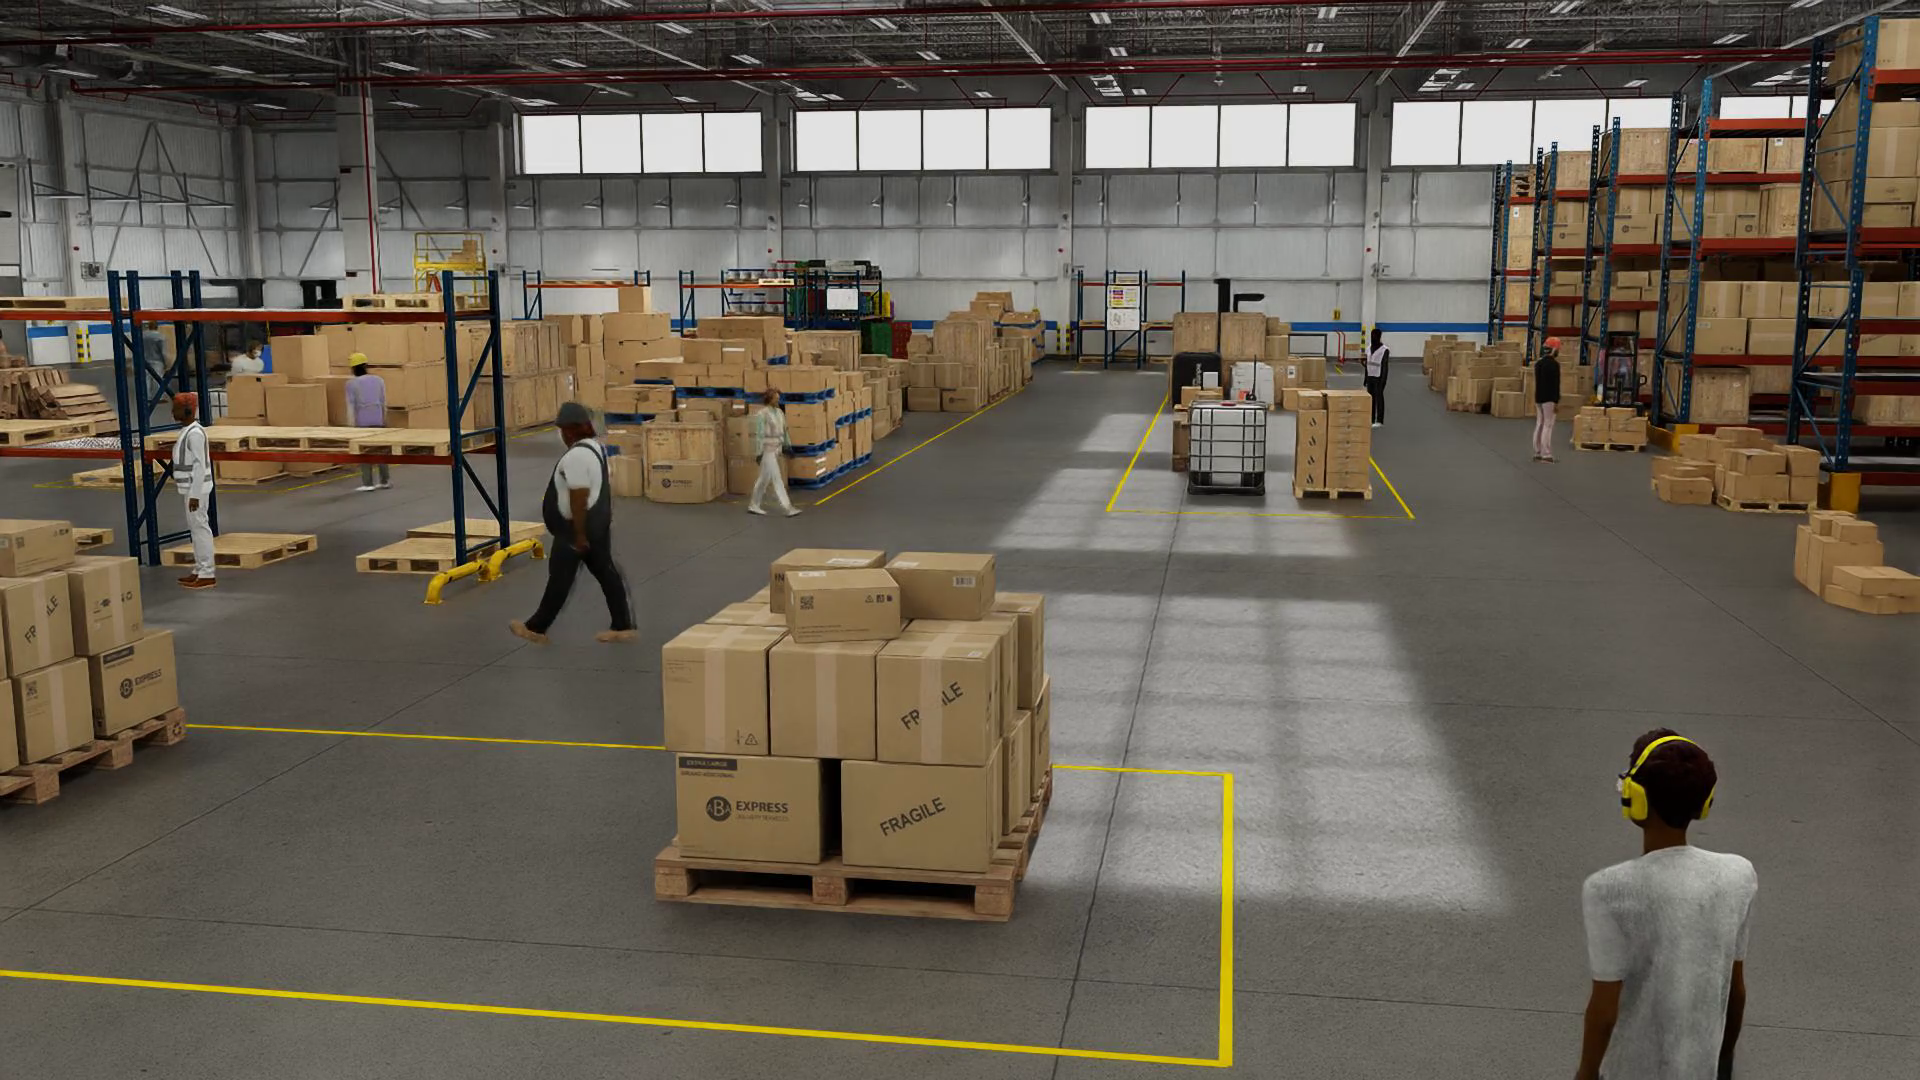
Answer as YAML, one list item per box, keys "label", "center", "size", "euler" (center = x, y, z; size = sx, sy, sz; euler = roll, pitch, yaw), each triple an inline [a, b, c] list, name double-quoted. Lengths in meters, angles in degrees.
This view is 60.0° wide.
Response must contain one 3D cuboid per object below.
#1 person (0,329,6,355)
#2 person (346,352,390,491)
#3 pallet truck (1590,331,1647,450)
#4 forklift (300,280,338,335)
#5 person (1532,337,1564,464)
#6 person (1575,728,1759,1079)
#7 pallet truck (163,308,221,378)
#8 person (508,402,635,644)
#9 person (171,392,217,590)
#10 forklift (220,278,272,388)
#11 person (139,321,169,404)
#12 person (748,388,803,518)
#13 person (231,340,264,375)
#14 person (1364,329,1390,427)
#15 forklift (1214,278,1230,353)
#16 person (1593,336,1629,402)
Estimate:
- label: "person"
  center: [-22.583, -4.139, 39.084]
  size: [0.318, 1.697, 0.533]
  euler: [-2, 9, -9]
- label: "person"
  center: [-8.186, -1.630, 22.945]
  size: [0.414, 1.915, 0.592]
  euler: [7, 12, 37]
- label: "pallet truck"
  center: [11.253, -2.573, 28.499]
  size: [0.823, 1.965, 1.885]
  euler: [5, 10, 27]
- label: "forklift"
  center: [-13.784, -4.216, 35.916]
  size: [1.873, 2.768, 1.129]
  euler: [1, 9, 9]
- label: "person"
  center: [9.273, -2.196, 26.196]
  size: [0.403, 1.989, 0.624]
  euler: [-1, 9, -9]
- label: "person"
  center: [1.790, 1.410, 4.326]
  size: [0.520, 1.873, 0.335]
  euler: [-3, 10, -15]
- label: "pallet truck"
  center: [-21.869, -5.598, 47.154]
  size: [0.823, 1.965, 1.885]
  euler: [4, 10, 26]
- label: "person"
  center: [-3.132, -0.158, 13.468]
  size: [1.024, 2.000, 0.704]
  euler: [1, 9, 7]
- label: "person"
  center: [-7.322, -0.468, 15.868]
  size: [0.355, 1.885, 0.575]
  euler: [-6, 11, -31]
- label: "forklift"
  center: [-18.085, -5.344, 42.876]
  size: [1.873, 2.768, 1.129]
  euler: [-3, 10, -17]
- label: "person"
  center: [-18.357, -4.059, 37.891]
  size: [0.623, 1.932, 0.369]
  euler: [1, 9, 8]
- label: "person"
  center: [-2.295, -1.072, 20.475]
  size: [0.863, 1.590, 0.529]
  euler: [4, 10, 24]
- label: "person"
  center: [-11.647, -2.326, 27.282]
  size: [0.590, 1.895, 0.712]
  euler: [3, 10, 19]
- label: "person"
  center: [8.083, -3.140, 32.277]
  size: [0.397, 1.911, 0.587]
  euler: [-5, 10, -27]
- label: "forklift"
  center: [6.844, -5.427, 43.385]
  size: [1.873, 2.768, 1.129]
  euler: [1, 9, 9]
- label: "person"
  center: [12.523, -3.037, 31.930]
  size: [0.671, 1.816, 0.629]
  euler: [8, 12, 41]
